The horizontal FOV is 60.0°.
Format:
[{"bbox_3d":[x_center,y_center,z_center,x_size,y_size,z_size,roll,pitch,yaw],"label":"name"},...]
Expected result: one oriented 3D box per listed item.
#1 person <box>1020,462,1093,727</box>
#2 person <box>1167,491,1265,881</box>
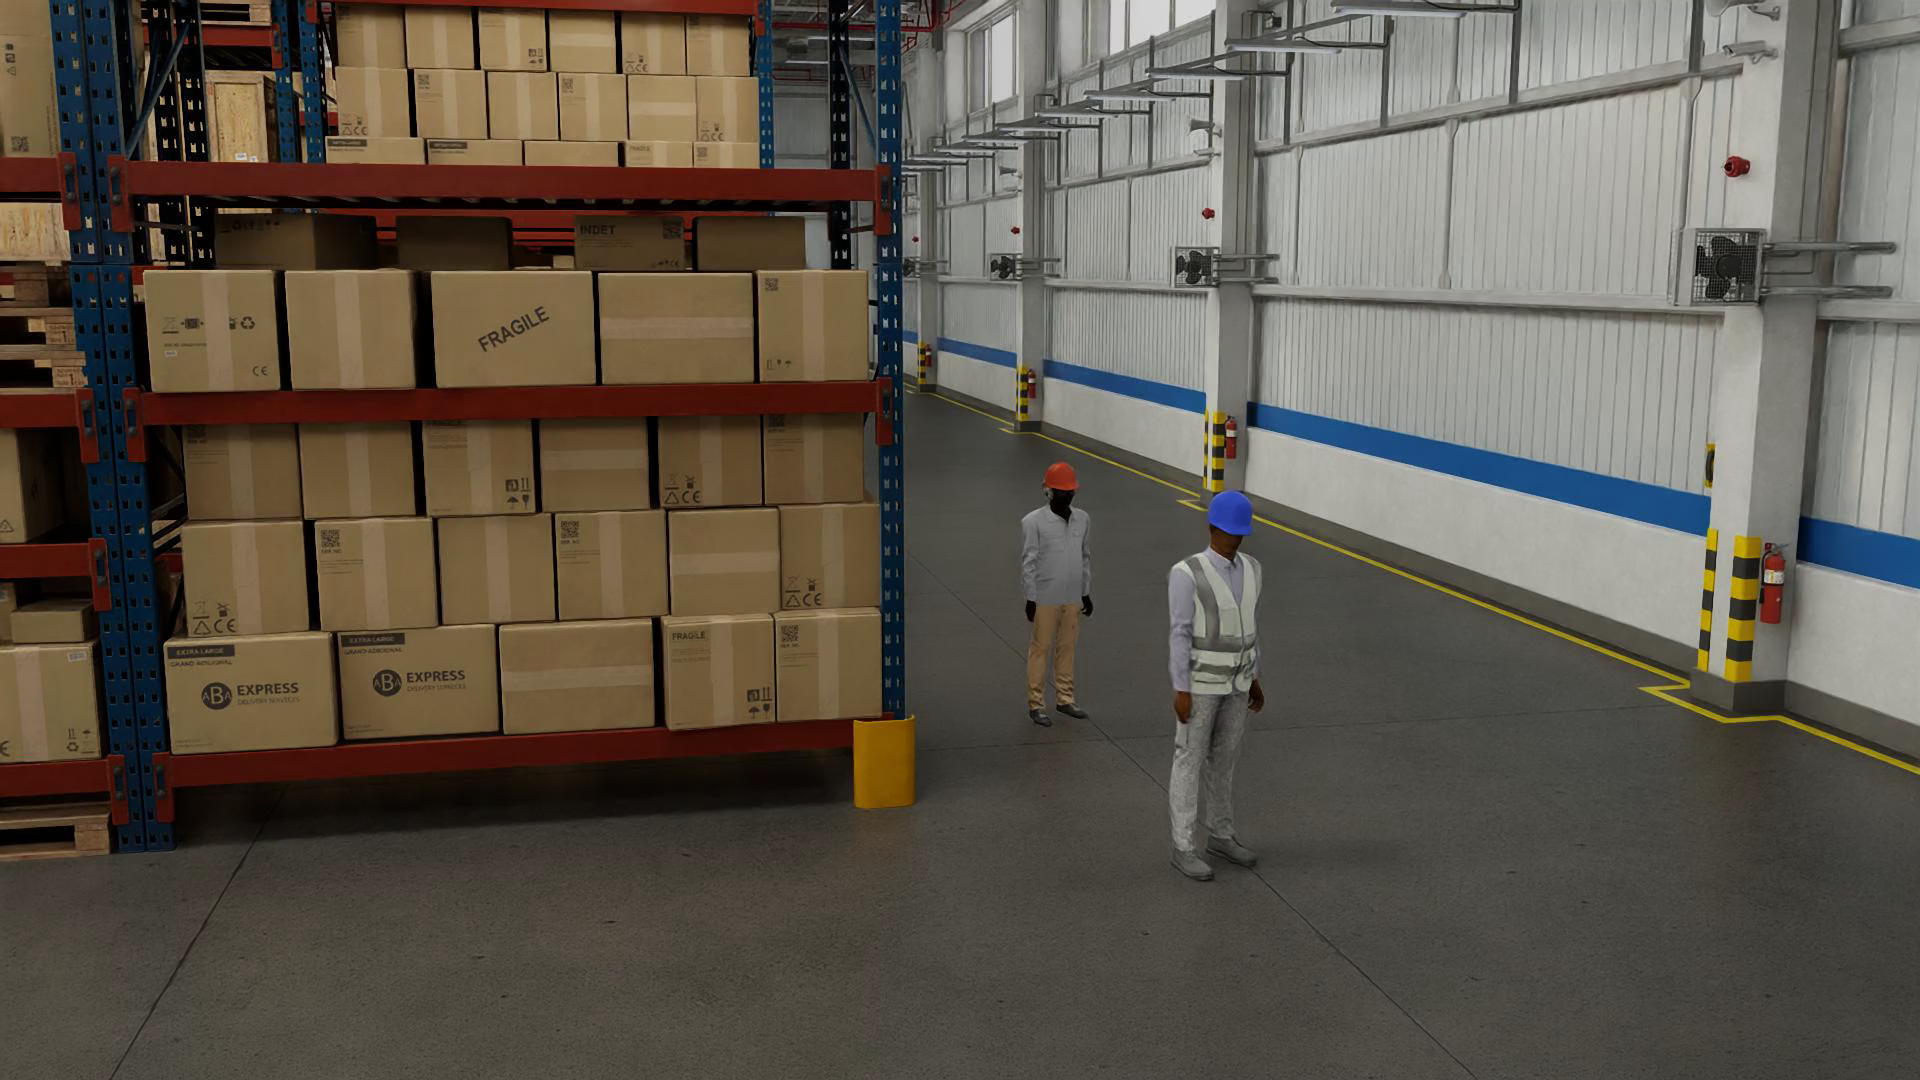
[{"bbox_3d":[0.659,0.351,11.085,0.560,1.752,0.326,-6,11,-34],"label":"person"},{"bbox_3d":[1.290,0.711,8.328,0.602,1.940,0.402,-7,12,-36],"label":"person"}]
